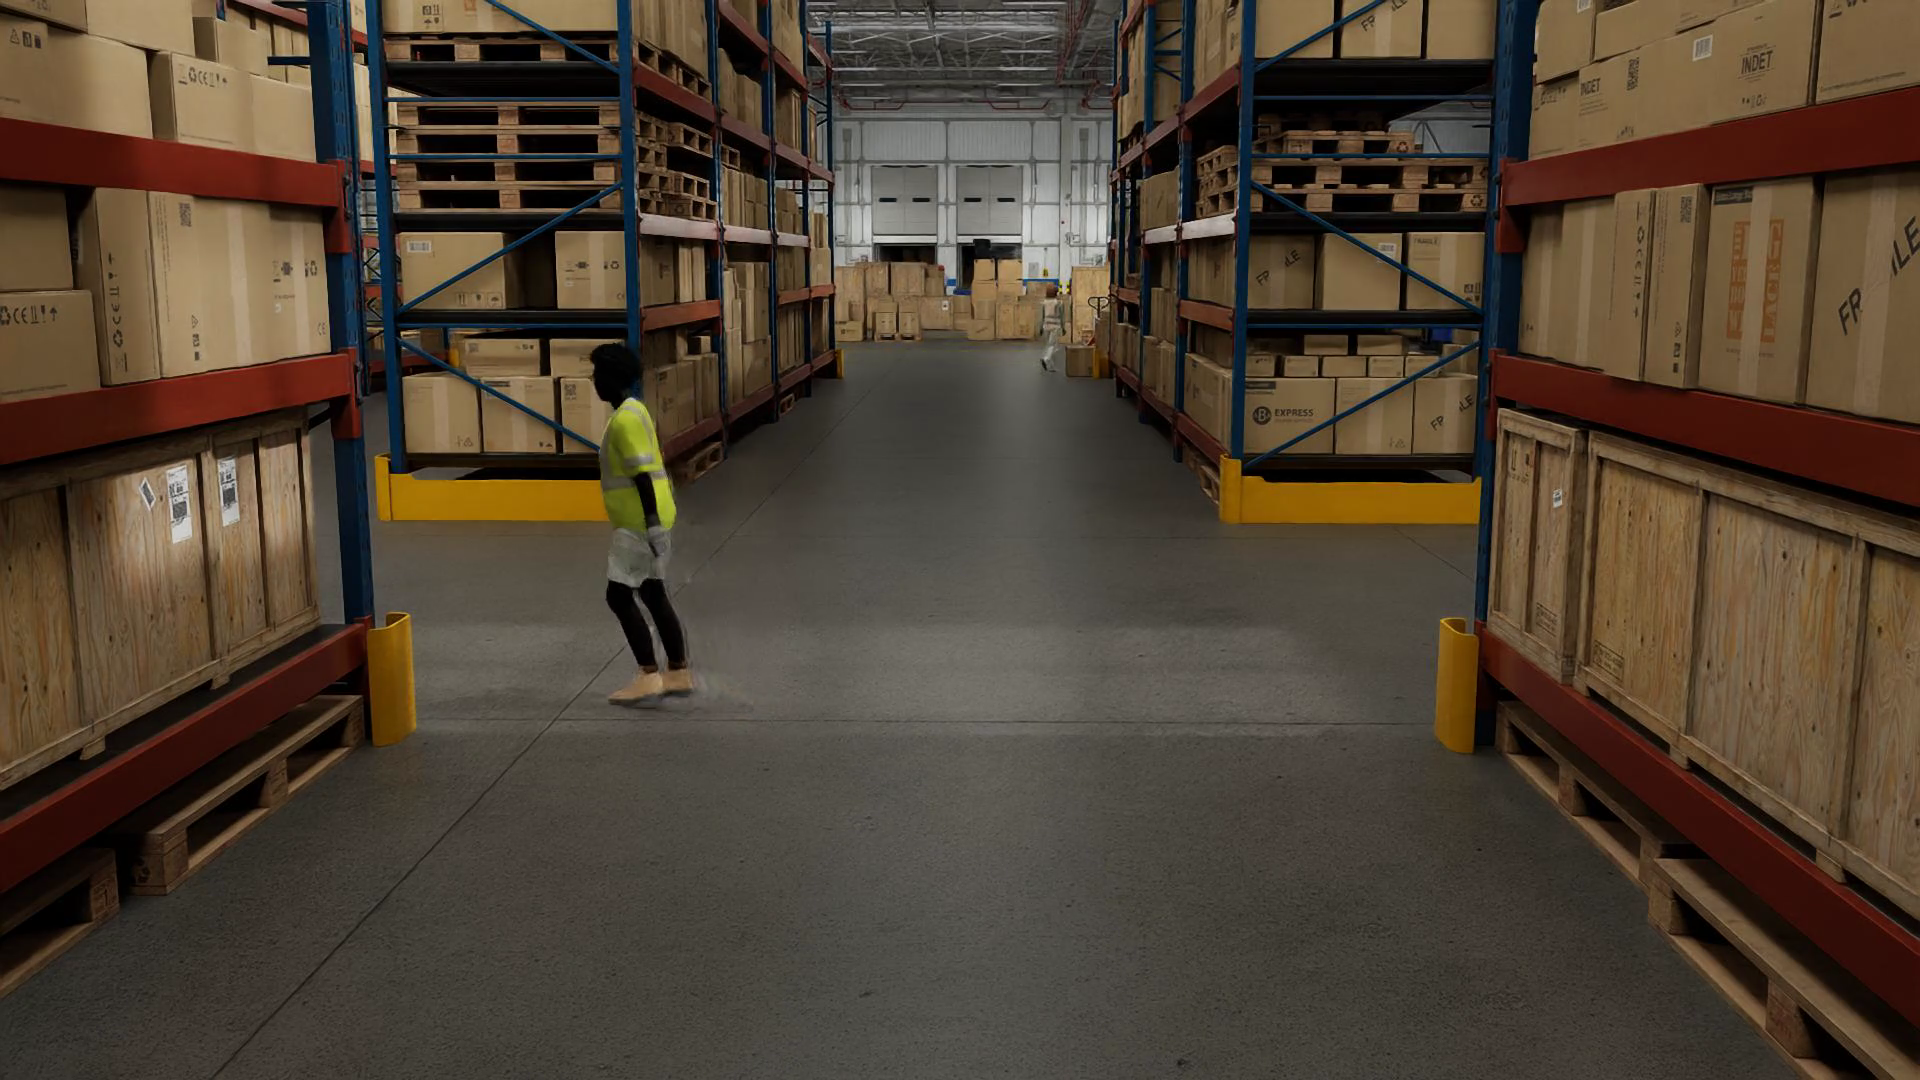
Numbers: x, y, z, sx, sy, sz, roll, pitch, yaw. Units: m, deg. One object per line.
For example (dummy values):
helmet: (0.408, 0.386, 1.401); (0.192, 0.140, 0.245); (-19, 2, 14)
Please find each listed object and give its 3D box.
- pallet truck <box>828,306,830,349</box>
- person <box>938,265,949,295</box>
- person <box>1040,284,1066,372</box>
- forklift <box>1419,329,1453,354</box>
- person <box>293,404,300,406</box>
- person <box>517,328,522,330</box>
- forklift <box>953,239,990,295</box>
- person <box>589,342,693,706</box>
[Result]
pallet truck: (-3.100, -3.940, 29.800); (1.885, 1.965, 0.823); (3, 10, 19)
person: (-0.639, -8.885, 59.617); (0.376, 1.933, 0.545); (6, 11, 31)
person: (1.673, -3.886, 30.587); (0.520, 1.620, 0.615); (8, 12, 39)
forklift: (10.999, -5.527, 36.668); (1.129, 2.768, 1.873); (0, 9, 0)
person: (-6.693, -1.484, 16.286); (0.508, 1.609, 0.765); (-1, 10, -4)
person: (-5.851, -2.747, 23.057); (0.608, 1.874, 0.992); (0, 9, 2)
forklift: (0.752, -8.931, 57.061); (1.873, 2.768, 1.129); (3, 10, 16)
person: (-1.459, -0.075, 7.646); (0.465, 1.656, 0.545); (-1, 10, -5)
